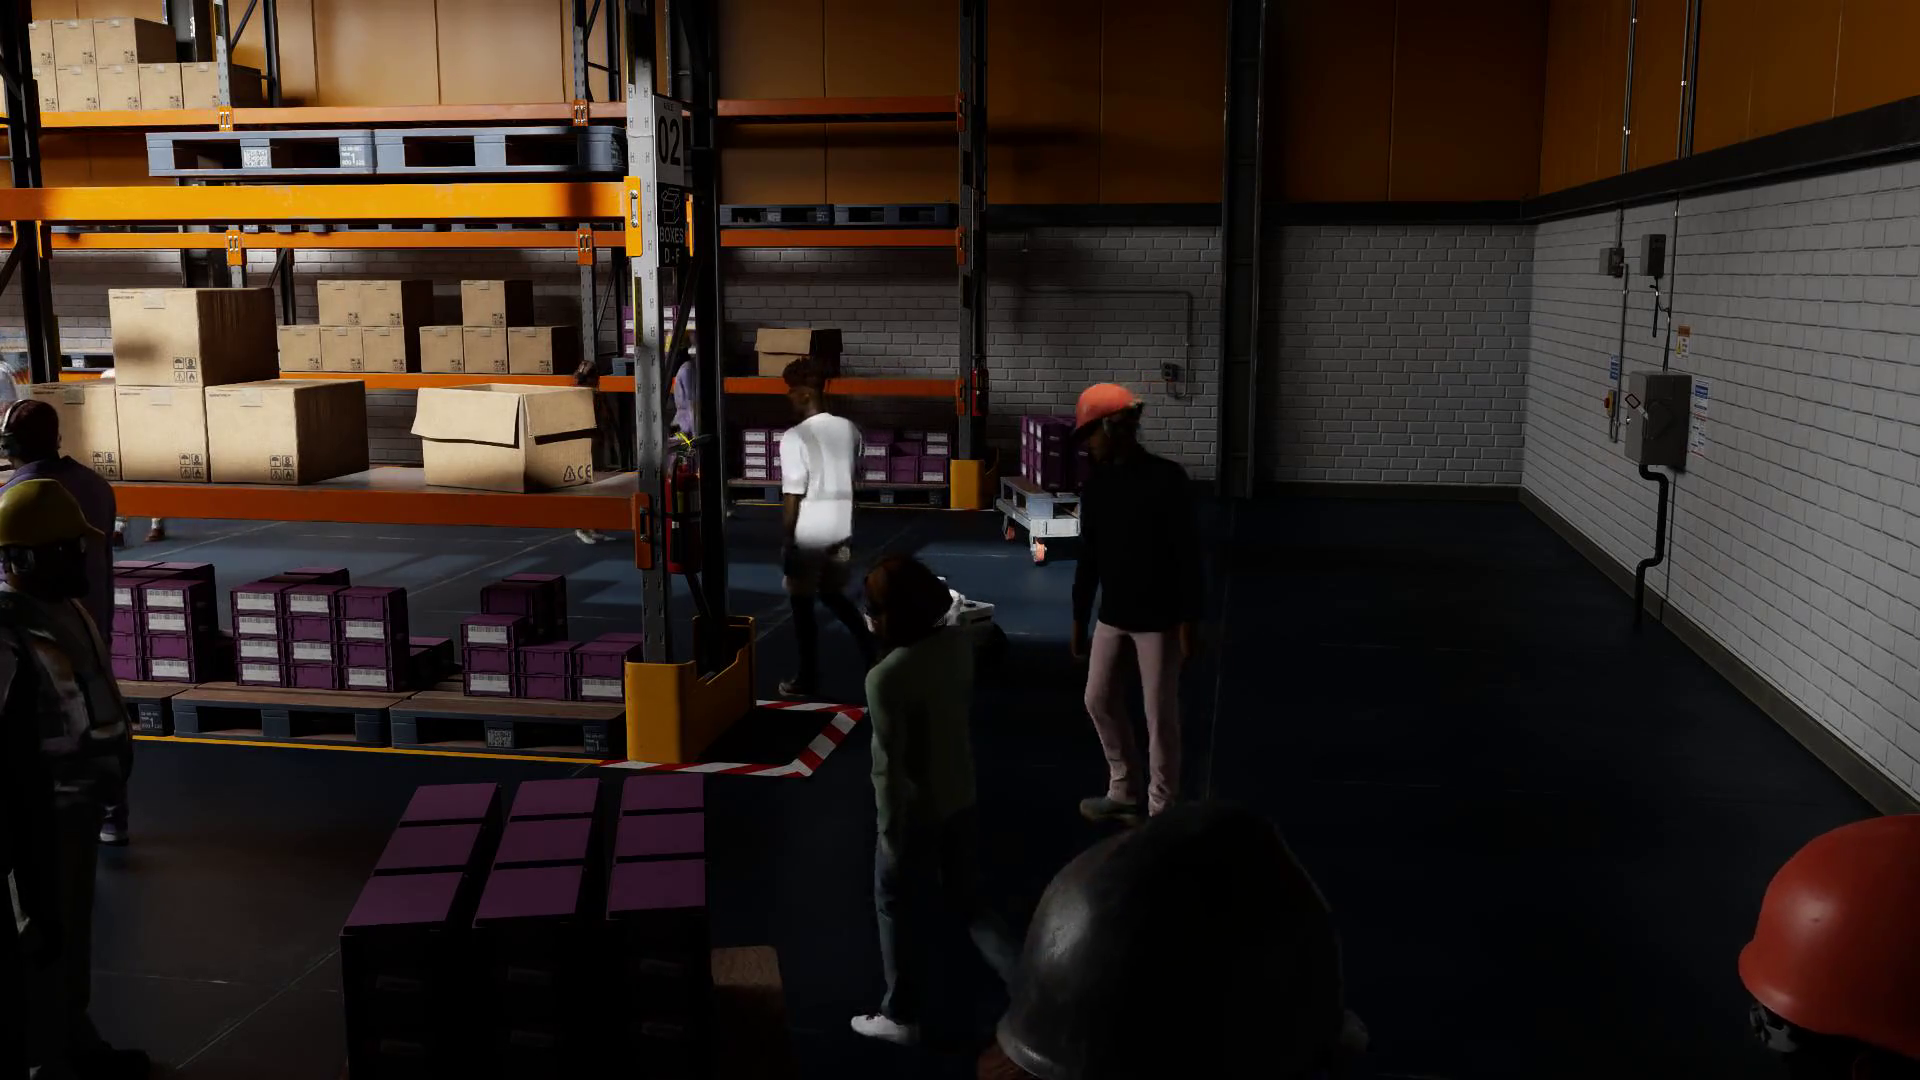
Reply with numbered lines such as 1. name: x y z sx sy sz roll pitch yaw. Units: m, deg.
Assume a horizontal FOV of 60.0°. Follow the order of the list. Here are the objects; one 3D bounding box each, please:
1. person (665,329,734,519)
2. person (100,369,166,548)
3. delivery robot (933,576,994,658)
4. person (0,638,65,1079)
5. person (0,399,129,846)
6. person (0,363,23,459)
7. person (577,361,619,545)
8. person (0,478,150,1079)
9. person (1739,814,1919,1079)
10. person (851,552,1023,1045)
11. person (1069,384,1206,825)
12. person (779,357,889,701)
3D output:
1. person: -2.646 -1.100 16.033 0.962 1.856 0.613 0 9 3
2. person: -7.241 -0.852 14.559 0.599 1.841 0.951 -1 9 -5
3. delivery robot: -0.136 0.465 10.107 0.707 0.478 0.477 8 12 41
4. person: -2.372 0.850 3.788 0.587 1.921 0.391 -3 10 -19
5. person: -3.685 0.382 6.737 0.401 1.904 0.649 1 9 7
6. person: -8.824 -0.987 15.257 0.990 1.883 0.642 -6 11 -32
7. person: -3.254 -0.764 14.689 0.355 1.632 0.599 4 10 24
8. person: -2.576 0.736 4.753 0.404 1.835 0.587 -2 9 -12
9. person: 0.821 1.193 1.601 0.373 1.934 0.551 3 10 19
10. person: -0.054 0.816 4.956 0.711 1.600 0.525 8 12 40
11. person: 0.736 0.330 6.948 0.382 1.947 0.704 -8 12 -41
12. person: -0.721 -0.040 9.232 0.631 1.940 0.640 7 12 37
